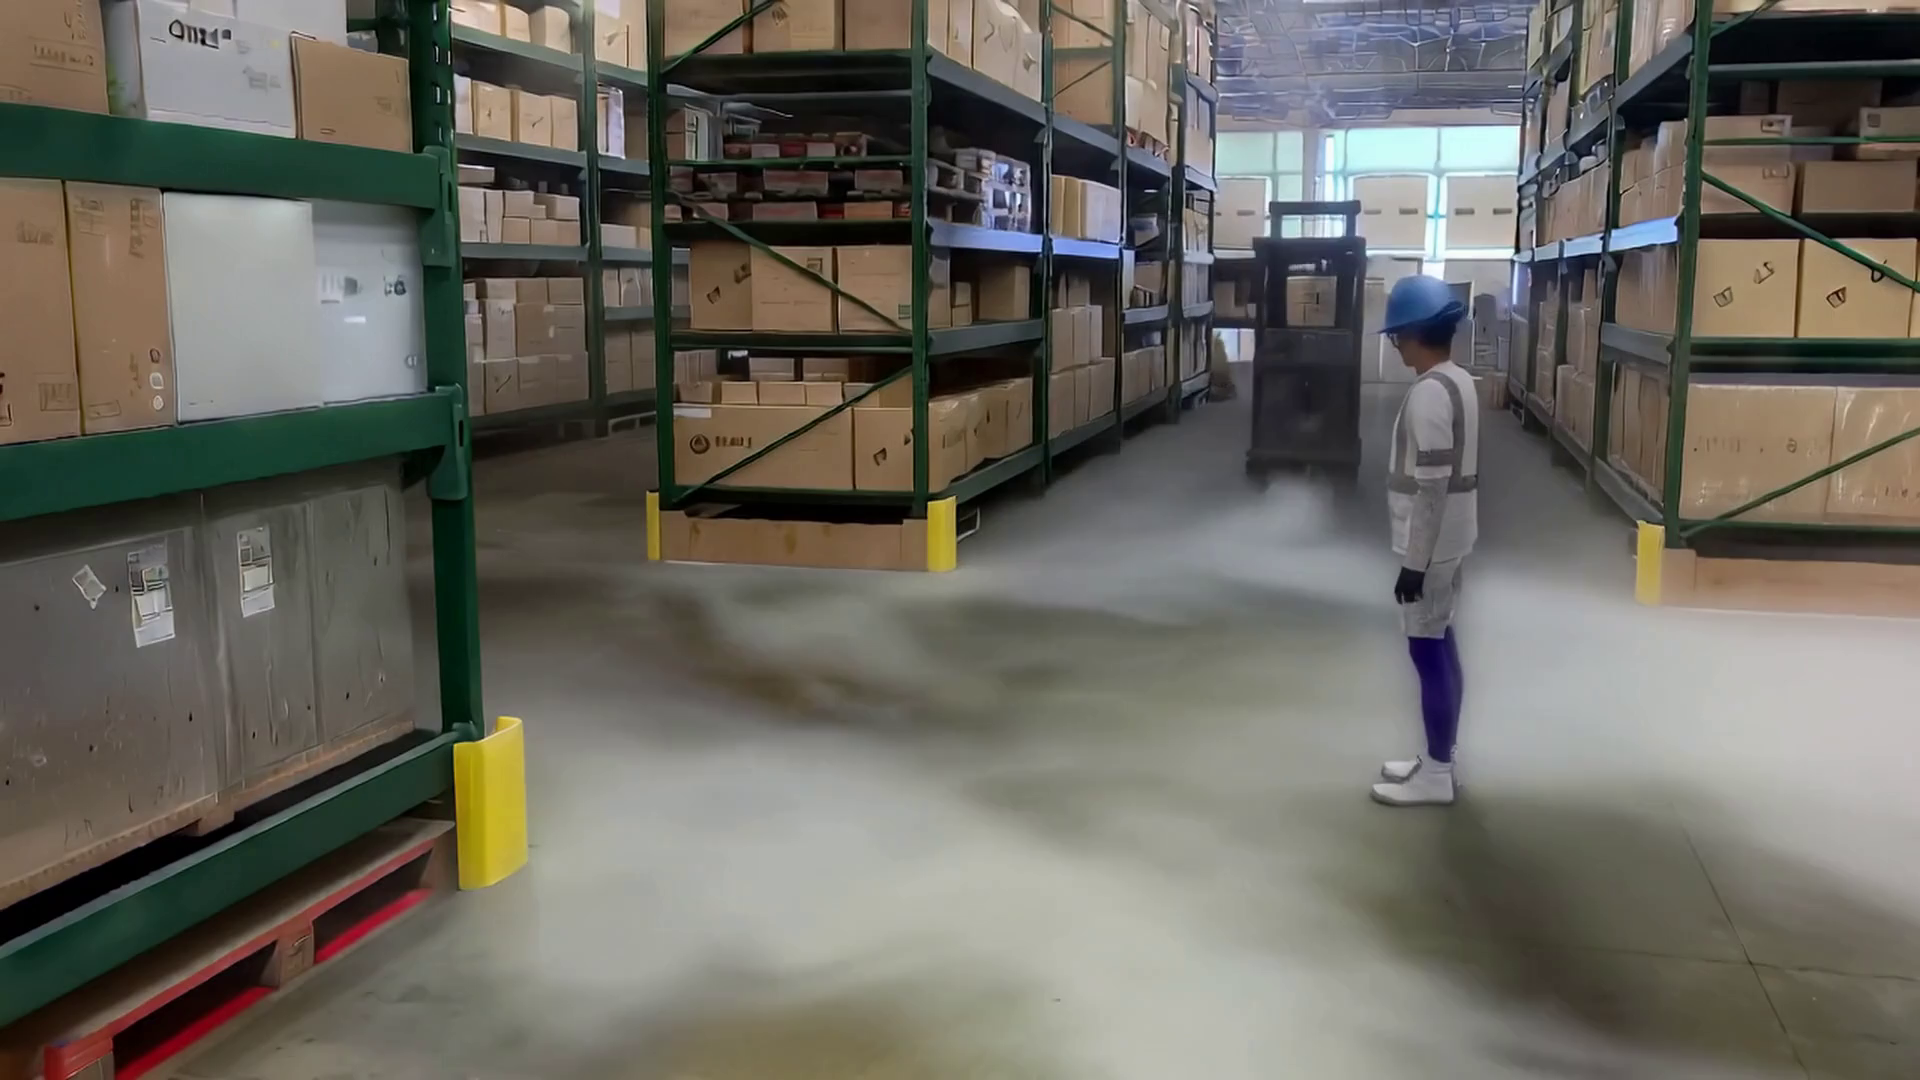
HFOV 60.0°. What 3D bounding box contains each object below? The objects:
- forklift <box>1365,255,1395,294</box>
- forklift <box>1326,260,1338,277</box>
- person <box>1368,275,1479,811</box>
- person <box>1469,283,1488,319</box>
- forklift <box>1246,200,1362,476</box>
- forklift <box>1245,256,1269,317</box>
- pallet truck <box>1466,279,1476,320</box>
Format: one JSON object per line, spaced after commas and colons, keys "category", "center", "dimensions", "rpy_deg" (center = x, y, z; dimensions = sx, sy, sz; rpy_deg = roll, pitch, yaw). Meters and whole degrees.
{"category": "forklift", "center": [14.311, -8.354, 56.850], "dimensions": [1.129, 2.768, 1.873], "rpy_deg": [-2, 9, -11]}
{"category": "forklift", "center": [8.059, -5.052, 35.868], "dimensions": [1.873, 2.768, 1.129], "rpy_deg": [2, 9, 14]}
{"category": "person", "center": [1.762, 0.015, 6.367], "dimensions": [0.407, 2.031, 0.610], "rpy_deg": [4, 10, 26]}
{"category": "person", "center": [14.866, -6.403, 47.571], "dimensions": [0.637, 1.910, 0.875], "rpy_deg": [-2, 9, -13]}
{"category": "forklift", "center": [3.690, -2.163, 17.517], "dimensions": [1.129, 2.768, 1.873], "rpy_deg": [2, 9, 15]}
{"category": "forklift", "center": [10.975, -8.911, 60.386], "dimensions": [1.129, 2.768, 1.873], "rpy_deg": [2, 9, 15]}
{"category": "pallet truck", "center": [18.896, -8.459, 60.307], "dimensions": [1.885, 1.965, 0.823], "rpy_deg": [5, 10, 31]}
